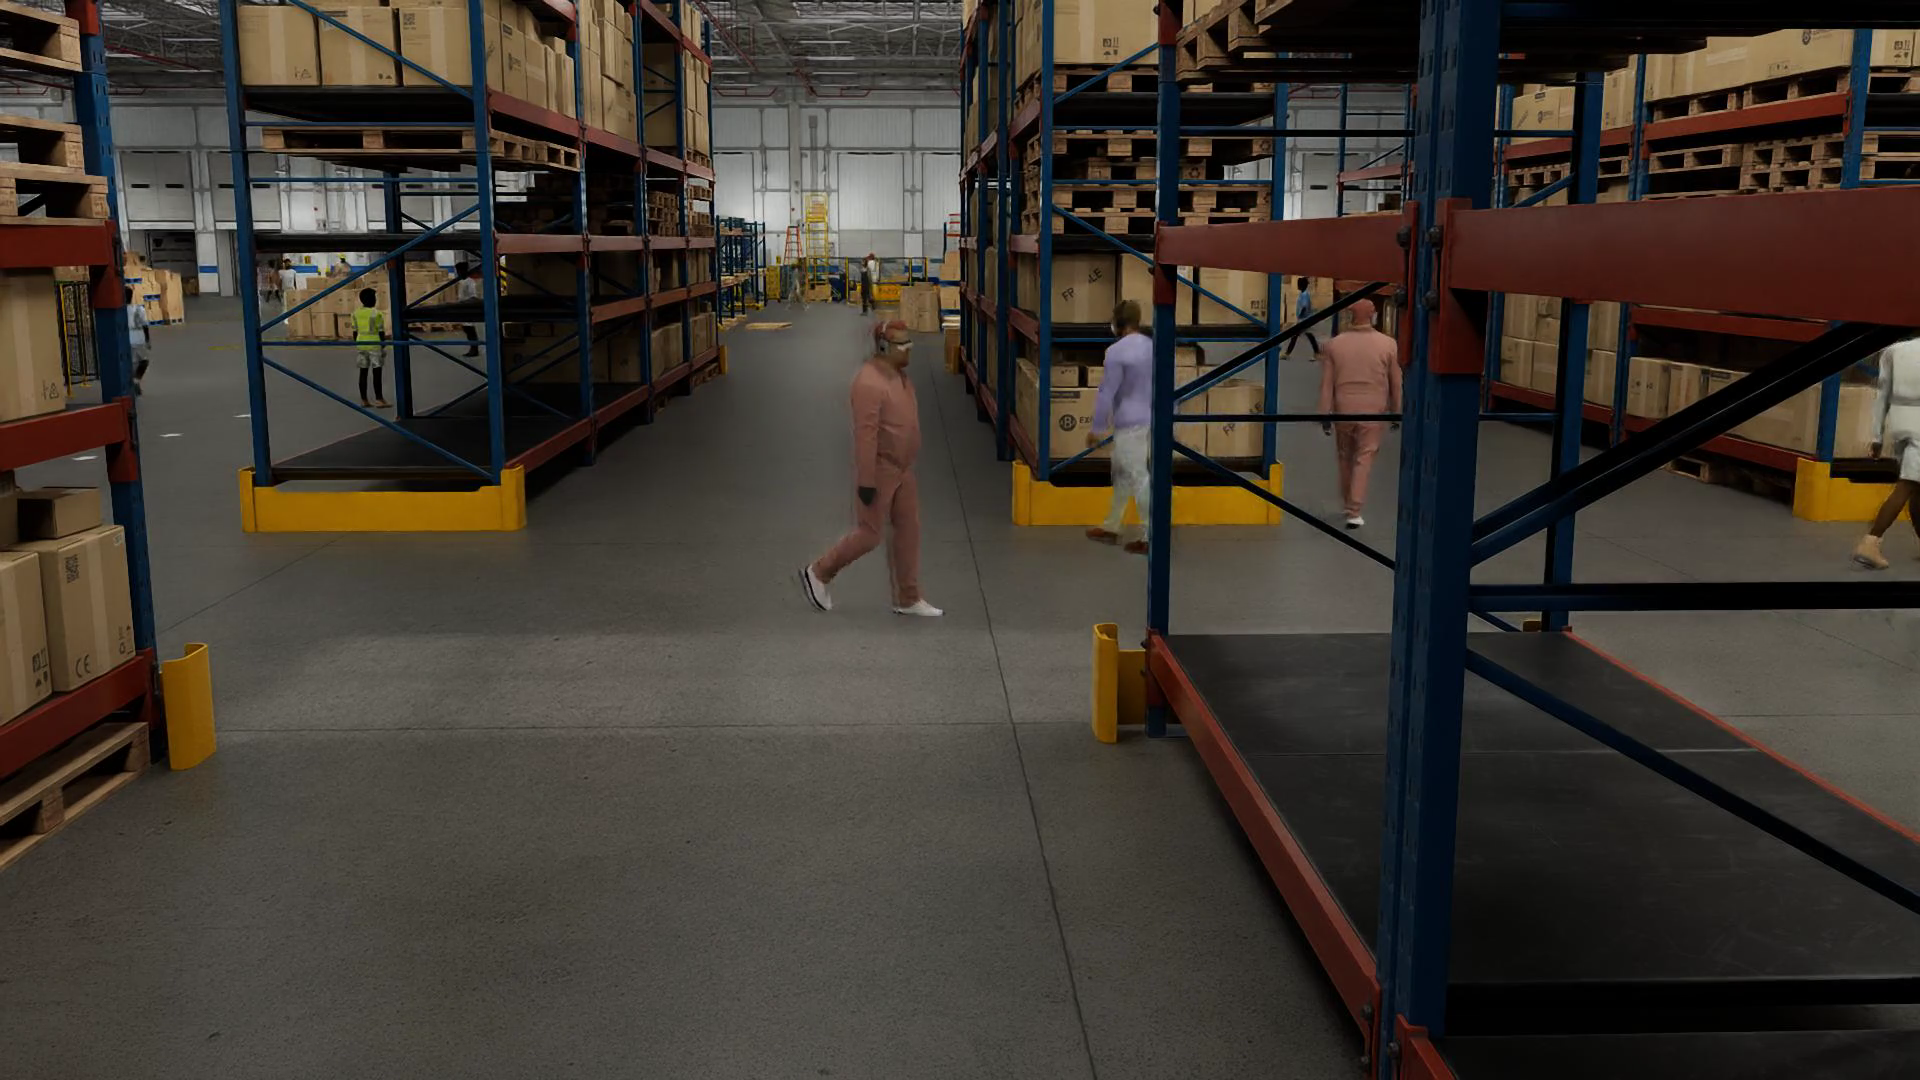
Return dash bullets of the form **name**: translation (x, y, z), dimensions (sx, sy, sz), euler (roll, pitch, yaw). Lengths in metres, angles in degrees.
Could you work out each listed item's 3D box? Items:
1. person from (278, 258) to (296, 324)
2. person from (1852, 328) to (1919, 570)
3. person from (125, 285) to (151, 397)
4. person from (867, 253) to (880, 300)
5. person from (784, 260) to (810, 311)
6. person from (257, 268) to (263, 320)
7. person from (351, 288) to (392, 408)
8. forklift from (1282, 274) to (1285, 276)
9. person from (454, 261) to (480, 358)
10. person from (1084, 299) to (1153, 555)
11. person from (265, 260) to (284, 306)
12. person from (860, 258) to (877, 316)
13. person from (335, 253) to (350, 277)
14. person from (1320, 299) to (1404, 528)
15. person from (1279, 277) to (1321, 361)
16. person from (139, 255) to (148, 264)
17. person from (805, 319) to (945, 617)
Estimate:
- **person**: translation (-19.174, -7.106, 47.509), dimensions (0.328, 1.876, 0.513), euler (10, 14, 44)
- **person**: translation (6.851, -0.778, 11.962), dimensions (1.043, 1.993, 0.613), euler (-4, 11, -19)
- **person**: translation (-12.515, -2.990, 25.083), dimensions (0.556, 1.685, 0.419), euler (-2, 10, -10)
- **person**: translation (-3.421, -10.224, 64.848), dimensions (0.573, 1.886, 0.353), euler (1, 10, 3)
- **person**: translation (-5.551, -8.641, 56.502), dimensions (0.826, 1.713, 0.491), euler (-4, 11, -23)
- **person**: translation (-21.182, -7.505, 49.880), dimensions (0.455, 1.826, 0.629), euler (-3, 11, -19)
- **person**: translation (-8.323, -2.702, 23.463), dimensions (0.535, 1.699, 0.322), euler (4, 11, 20)
- **forklift**: translation (12.240, -10.302, 62.509), dimensions (1.129, 2.768, 1.873), euler (0, 10, -2)
- **person**: translation (-9.966, -4.650, 33.627), dimensions (0.449, 1.941, 0.615), euler (-7, 12, -33)
- **person**: translation (1.189, -0.852, 12.562), dimensions (0.880, 1.903, 0.649), euler (7, 12, 34)
- **person**: translation (-24.878, -9.317, 60.403), dimensions (0.850, 1.650, 0.555), euler (-5, 11, -25)
- **person**: translation (-2.958, -8.038, 52.819), dimensions (0.522, 1.833, 0.464), euler (10, 14, 44)
- **person**: translation (-23.726, -10.092, 64.048), dimensions (0.593, 1.906, 0.438), euler (-8, 13, -39)
- **person**: translation (3.372, -1.067, 13.900), dimensions (0.643, 1.856, 0.989), euler (5, 11, 27)
- **person**: translation (6.716, -4.331, 32.668), dimensions (0.866, 1.648, 0.542), euler (-1, 10, -4)
- **person**: translation (-25.612, -7.965, 52.178), dimensions (0.575, 1.914, 0.649), euler (-5, 11, -27)
- **person**: translation (-0.544, -0.440, 10.383), dimensions (0.819, 1.881, 0.656), euler (4, 11, 22)
